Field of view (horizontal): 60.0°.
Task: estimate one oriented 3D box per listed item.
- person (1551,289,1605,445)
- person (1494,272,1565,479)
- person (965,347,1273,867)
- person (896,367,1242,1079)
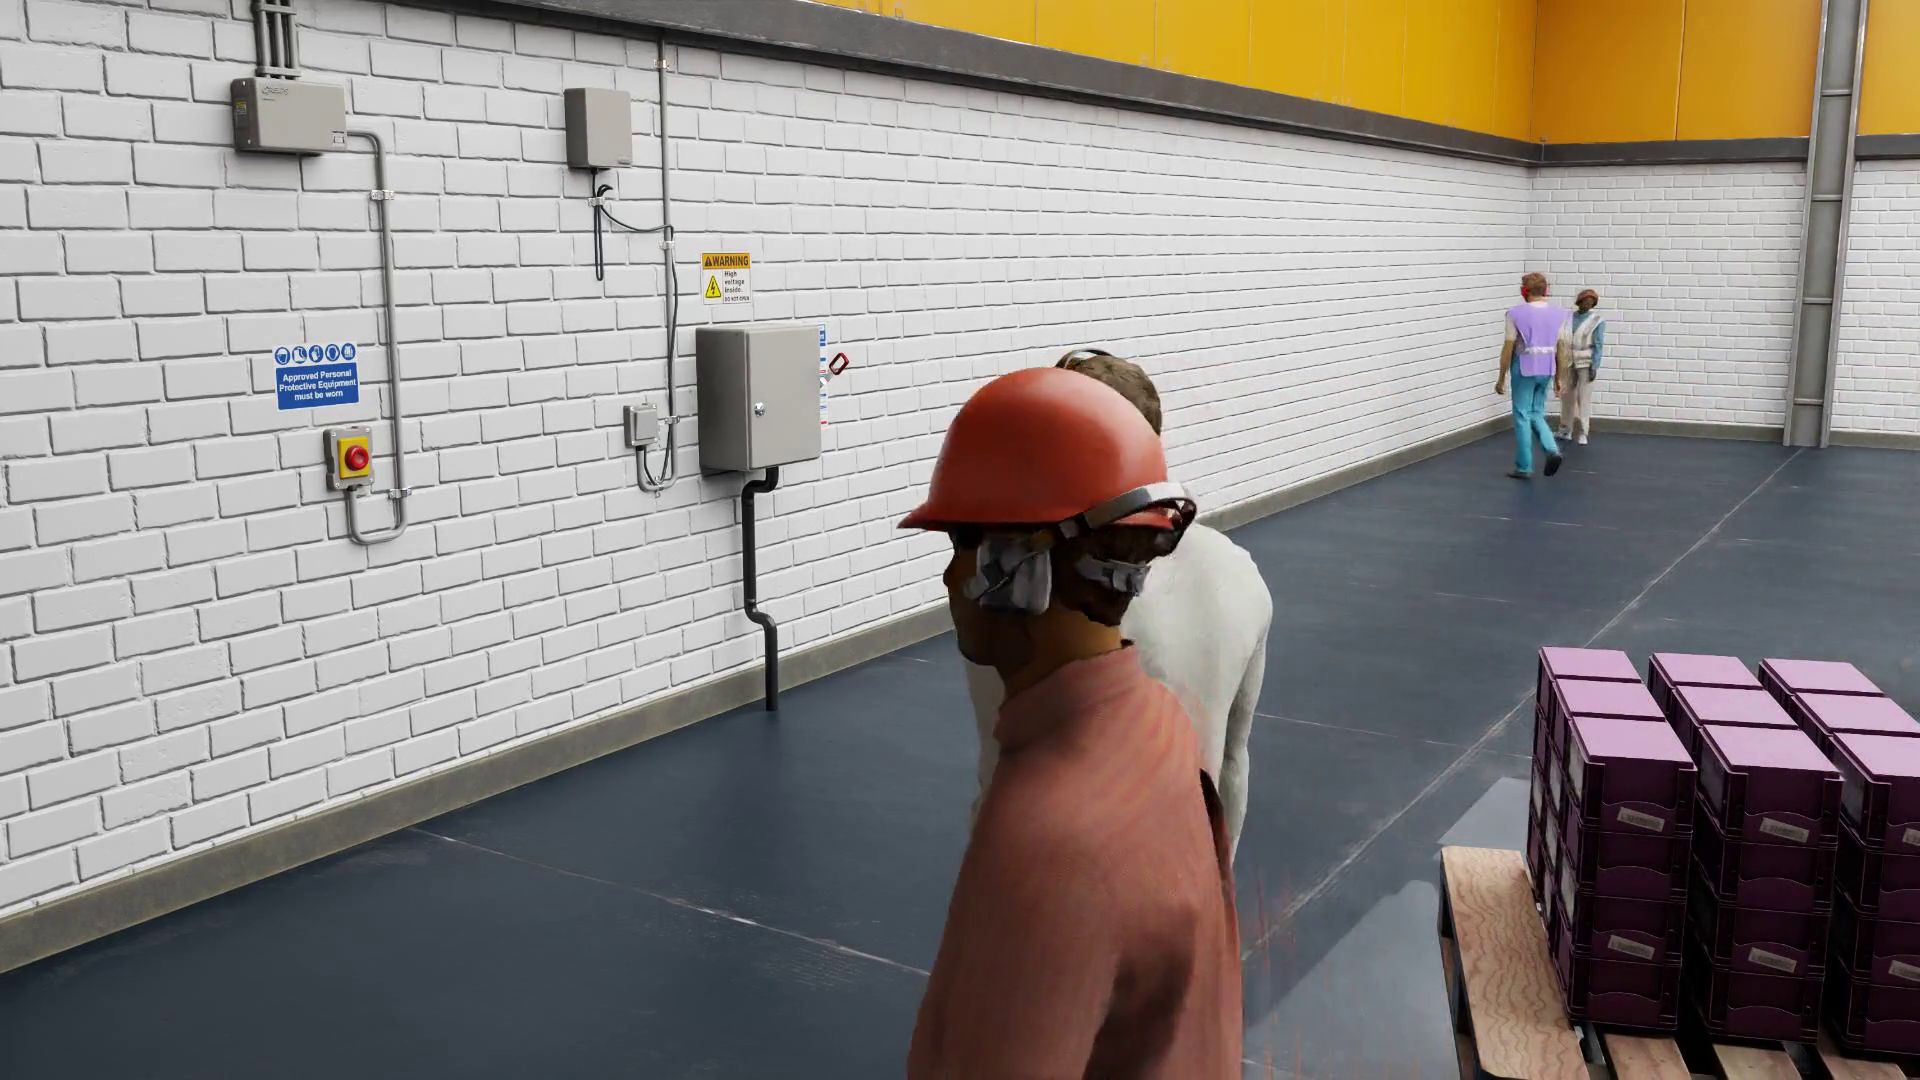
[{"bbox_3d":[6.362,-1.790,17.188,0.384,1.606,0.657,-6,12,-31],"label":"person"},{"bbox_3d":[5.010,-1.424,14.573,0.562,1.824,0.472,-4,11,-19],"label":"person"},{"bbox_3d":[0.232,0.658,2.721,0.628,1.935,0.373,-10,14,-44],"label":"person"},{"bbox_3d":[0.065,0.801,1.831,0.673,1.957,0.667,1,10,5],"label":"person"}]
